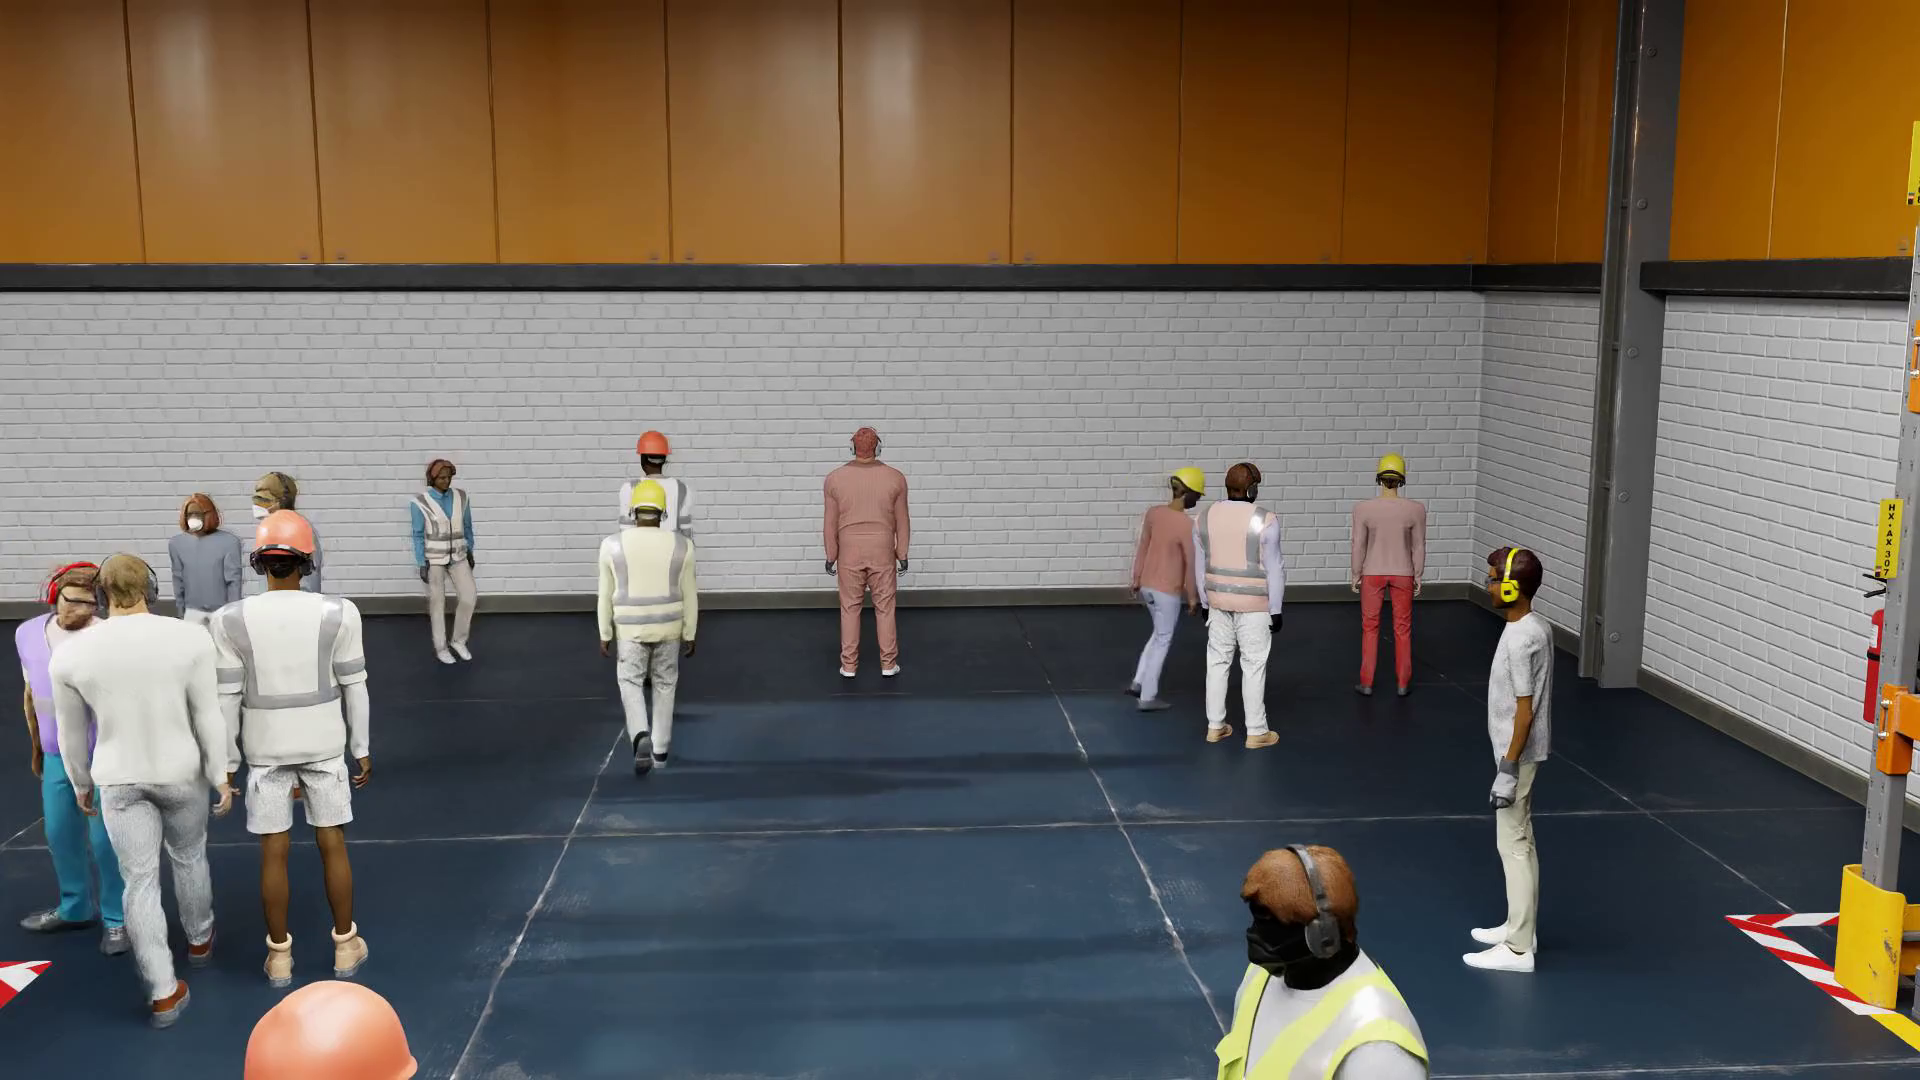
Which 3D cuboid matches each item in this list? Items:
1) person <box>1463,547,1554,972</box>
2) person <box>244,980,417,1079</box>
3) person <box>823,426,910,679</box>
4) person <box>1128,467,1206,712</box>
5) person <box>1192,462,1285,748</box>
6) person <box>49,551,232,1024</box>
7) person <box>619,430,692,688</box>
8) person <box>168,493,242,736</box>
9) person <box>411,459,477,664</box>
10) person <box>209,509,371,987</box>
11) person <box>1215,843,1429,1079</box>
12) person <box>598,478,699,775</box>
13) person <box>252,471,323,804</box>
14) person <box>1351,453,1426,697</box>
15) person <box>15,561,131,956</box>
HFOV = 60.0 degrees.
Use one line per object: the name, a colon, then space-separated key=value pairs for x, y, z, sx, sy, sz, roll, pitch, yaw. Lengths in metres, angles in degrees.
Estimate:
person: x=2.414 y=0.955 z=7.274 sx=0.310 sy=1.864 sz=0.532 roll=4 pitch=10 yaw=25
person: x=-0.984 y=1.643 z=2.722 sx=0.544 sy=1.939 sz=0.354 roll=2 pitch=9 yaw=13
person: x=-0.701 y=0.099 z=12.515 sx=0.652 sy=1.906 sz=0.408 roll=-1 pitch=9 yaw=-4
person: x=1.446 y=0.348 z=11.505 sx=0.461 sy=1.724 sz=0.570 roll=-6 pitch=11 yaw=-31
person: x=1.810 y=0.418 z=10.720 sx=0.627 sy=1.844 sz=0.429 roll=7 pitch=11 yaw=36
person: x=-3.412 y=0.984 z=6.997 sx=0.639 sy=1.891 sz=0.974 roll=-4 pitch=10 yaw=-22
person: x=-2.169 y=0.174 z=11.988 sx=0.572 sy=1.922 sz=0.571 roll=-7 pitch=11 yaw=-35
person: x=-4.973 y=0.501 z=10.943 sx=0.503 sy=1.598 sz=0.799 roll=-1 pitch=9 yaw=-4
person: x=-3.993 y=0.173 z=12.917 sx=0.420 sy=1.619 sz=0.548 roll=9 pitch=13 yaw=44
person: x=-2.857 y=0.886 z=7.148 sx=0.613 sy=2.041 sz=0.393 roll=-3 pitch=10 yaw=-19
person: x=0.756 y=1.551 z=3.655 sx=0.429 sy=1.831 sz=0.633 roll=-2 pitch=9 yaw=-12
person: x=-1.876 y=0.536 z=10.062 sx=0.602 sy=1.810 sz=0.654 roll=-2 pitch=9 yaw=-13
person: x=-3.873 y=0.562 z=9.539 sx=0.443 sy=1.930 sz=0.671 roll=-8 pitch=12 yaw=-41
person: x=3.071 y=0.258 z=11.961 sx=0.528 sy=1.768 sz=0.313 roll=1 pitch=9 yaw=7
person: x=-3.931 y=0.964 z=7.414 sx=0.709 sy=1.802 sz=0.432 roll=2 pitch=9 yaw=10
